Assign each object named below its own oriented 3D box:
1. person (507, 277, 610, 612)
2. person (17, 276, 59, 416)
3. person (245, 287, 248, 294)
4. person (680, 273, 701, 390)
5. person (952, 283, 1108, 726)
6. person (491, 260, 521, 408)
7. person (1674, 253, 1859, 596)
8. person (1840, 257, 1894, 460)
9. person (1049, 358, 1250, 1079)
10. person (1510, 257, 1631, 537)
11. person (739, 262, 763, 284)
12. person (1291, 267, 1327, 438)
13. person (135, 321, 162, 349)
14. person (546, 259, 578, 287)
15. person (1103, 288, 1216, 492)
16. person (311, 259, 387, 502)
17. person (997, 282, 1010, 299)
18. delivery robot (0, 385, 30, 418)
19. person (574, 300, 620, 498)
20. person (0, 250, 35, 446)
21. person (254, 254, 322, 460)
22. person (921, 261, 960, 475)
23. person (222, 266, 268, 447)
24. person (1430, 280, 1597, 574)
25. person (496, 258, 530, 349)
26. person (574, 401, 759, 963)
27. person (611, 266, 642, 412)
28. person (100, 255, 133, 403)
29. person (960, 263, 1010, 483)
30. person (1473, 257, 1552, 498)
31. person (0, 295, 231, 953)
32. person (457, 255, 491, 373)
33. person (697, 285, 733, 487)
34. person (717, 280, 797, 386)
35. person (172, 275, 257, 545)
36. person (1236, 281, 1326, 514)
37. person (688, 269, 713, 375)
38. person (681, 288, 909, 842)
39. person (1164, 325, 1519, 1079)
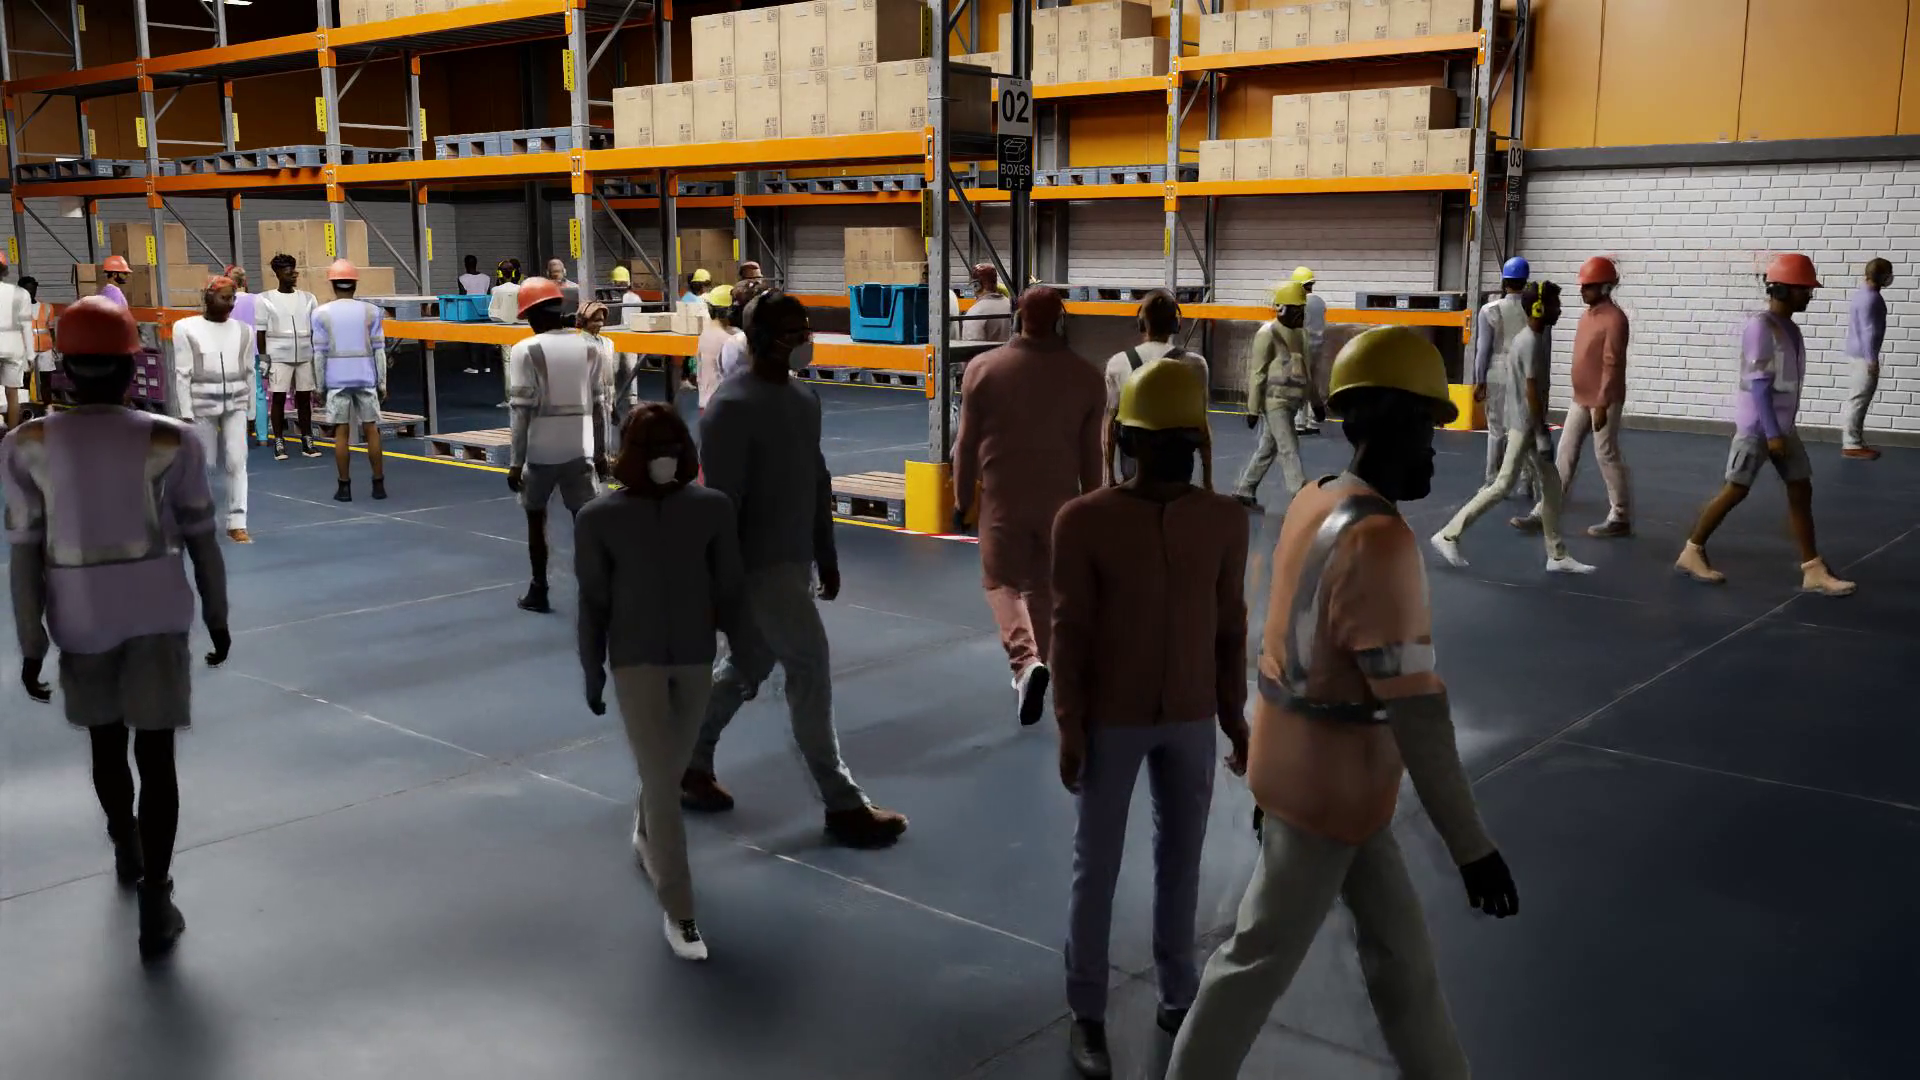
[{"bbox_3d":[-2.139,-0.486,9.010,0.608,1.894,0.834,-9,13,-41],"label":"person"},{"bbox_3d":[-10.839,-2.233,19.472,0.316,1.695,0.542,9,13,41],"label":"person"},{"bbox_3d":[-9.628,-2.696,22.286,0.507,1.632,0.272,-6,11,-29],"label":"person"},{"bbox_3d":[-3.665,-2.935,23.526,0.781,1.661,0.550,3,10,17],"label":"person"},{"bbox_3d":[0.313,-0.160,7.171,0.648,1.875,0.815,-2,10,-11],"label":"person"},{"bbox_3d":[-5.709,-2.596,21.066,0.329,1.867,0.510,9,14,43],"label":"person"},{"bbox_3d":[4.790,-0.682,9.819,0.618,2.001,1.014,-8,12,-37],"label":"person"},{"bbox_3d":[8.697,-1.738,15.970,0.361,1.938,0.640,6,11,30],"label":"person"},{"bbox_3d":[0.470,0.438,4.073,0.526,1.767,0.320,-3,10,-18],"label":"person"},{"bbox_3d":[4.359,-0.980,11.591,0.844,1.955,0.644,-1,10,-7],"label":"person"},{"bbox_3d":[-1.896,-1.590,15.264,0.644,1.900,0.395,-9,13,-41],"label":"person"},{"bbox_3d":[3.671,-2.002,17.812,0.591,1.823,0.405,-10,14,-43],"label":"person"},{"bbox_3d":[-12.238,-3.294,25.084,0.785,1.855,0.588,9,13,41],"label":"person"},{"bbox_3d":[-4.822,-2.432,20.062,0.670,1.889,0.429,-4,11,-20],"label":"person"},{"bbox_3d":[0.990,-0.322,8.215,0.524,1.830,0.408,4,11,23],"label":"person"},{"bbox_3d":[-4.884,-1.275,13.337,0.551,1.933,0.377,-5,11,-27],"label":"person"},{"bbox_3d":[0.321,-1.267,13.849,0.316,1.740,0.492,-6,11,-29],"label":"person"},{"bbox_3d":[-10.888,-1.576,18.713,0.477,0.478,0.707,6,12,32],"label":"delivery robot"},{"bbox_3d":[-2.735,-0.954,12.355,0.308,1.640,0.511,6,11,29],"label":"person"},{"bbox_3d":[-9.428,-1.847,16.336,0.635,2.026,0.555,-6,12,-32],"label":"person"},{"bbox_3d":[-6.449,-1.760,16.011,0.613,1.965,0.361,-9,13,-40],"label":"person"},{"bbox_3d":[-0.178,-1.539,14.836,0.377,1.940,0.629,2,10,9],"label":"person"},{"bbox_3d":[-7.245,-1.837,16.797,0.380,1.844,0.570,8,13,39],"label":"person"},{"bbox_3d":[3.482,-0.703,10.397,0.959,1.836,0.513,4,11,23],"label":"person"},{"bbox_3d":[-7.587,-3.869,28.378,0.625,1.844,0.429,-3,10,-16],"label":"person"},{"bbox_3d":[-0.893,0.365,5.027,0.513,1.593,0.876,-6,12,-31],"label":"person"},{"bbox_3d":[-4.211,-2.490,20.613,0.603,1.805,0.679,-4,11,-23],"label":"person"},{"bbox_3d":[-9.556,-2.258,18.933,0.375,1.935,0.551,-7,12,-35],"label":"person"},{"bbox_3d":[0.205,-1.236,13.222,0.406,1.901,0.639,7,12,33],"label":"person"},{"bbox_3d":[4.460,-1.300,13.441,0.602,1.949,0.395,0,10,2],"label":"person"},{"bbox_3d":[-2.512,0.215,5.013,0.560,1.882,0.969,-3,10,-17],"label":"person"},{"bbox_3d":[-7.888,-3.675,27.061,0.392,1.916,0.591,8,13,38],"label":"person"},{"bbox_3d":[-1.670,-0.908,11.738,0.326,1.765,0.530,-6,12,-32],"label":"person"},{"bbox_3d":[-1.170,-0.543,9.435,0.429,1.847,0.625,5,11,26],"label":"person"},{"bbox_3d":[-5.171,-0.910,11.547,0.572,1.850,0.819,-9,13,-41],"label":"person"},{"bbox_3d":[2.415,-1.041,12.453,0.935,1.786,0.601,8,13,39],"label":"person"},{"bbox_3d":[-3.240,-2.539,21.032,0.365,1.754,0.548,2,10,13],"label":"person"},{"bbox_3d":[-0.674,0.074,5.798,1.006,1.896,0.648,4,11,20],"label":"person"},{"bbox_3d":[0.811,0.509,3.376,0.958,1.855,0.617,1,10,7],"label":"person"}]
